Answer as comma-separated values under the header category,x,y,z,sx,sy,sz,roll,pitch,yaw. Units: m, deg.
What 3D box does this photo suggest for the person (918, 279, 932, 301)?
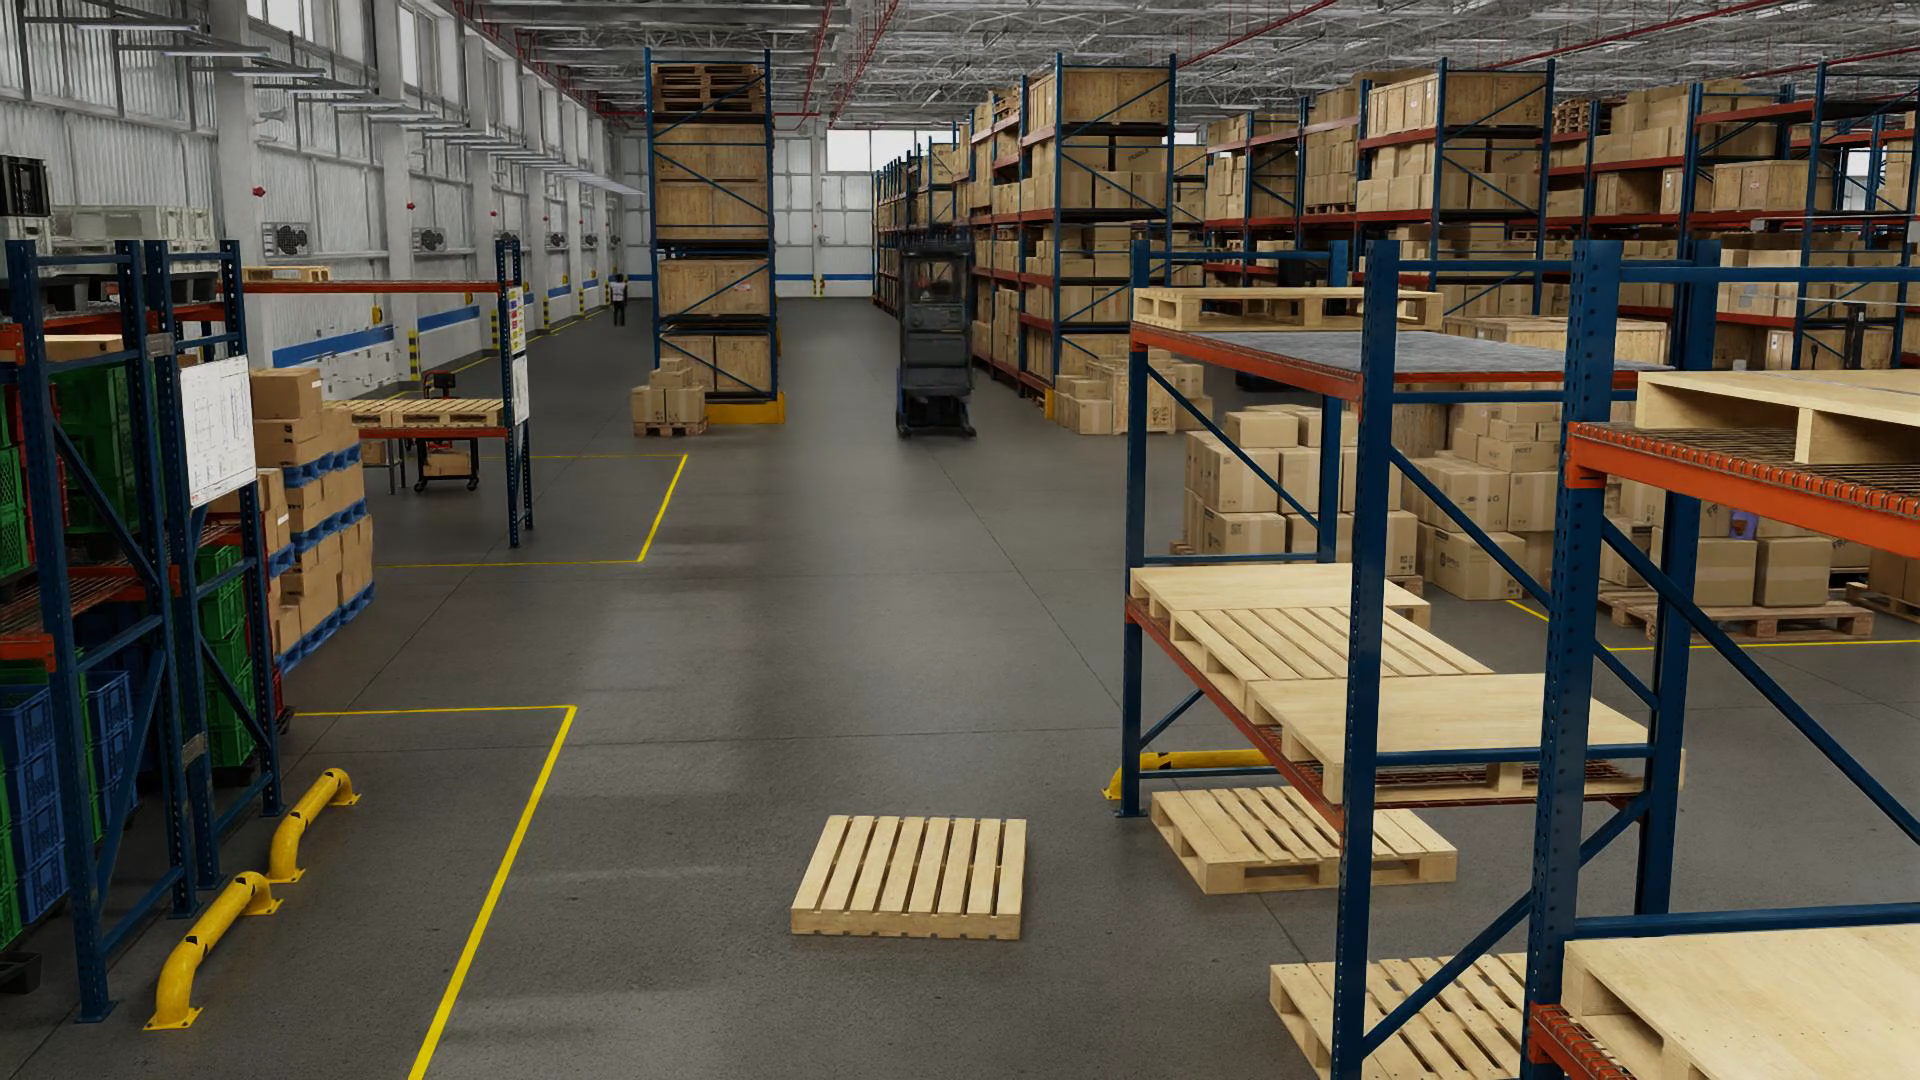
category,x,y,z,sx,sy,sz,roll,pitch,yaw
person,-1.065,-6.254,46.119,0.794,1.963,0.648,4,11,20

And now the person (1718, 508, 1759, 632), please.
category,x,y,z,sx,sy,sz,roll,pitch,yaw
person,6.141,-0.240,12.928,0.587,1.920,0.397,-9,14,-42

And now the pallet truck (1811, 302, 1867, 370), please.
category,x,y,z,sx,sy,sz,roll,pitch,yaw
pallet truck,15.846,-3.142,28.793,1.885,1.965,0.823,2,10,12

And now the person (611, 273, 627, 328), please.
category,x,y,z,sx,sy,sz,roll,pitch,yaw
person,-11.763,-8.243,57.391,0.623,1.915,0.531,2,10,9

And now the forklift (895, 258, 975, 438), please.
category,x,y,z,sx,sy,sz,roll,pitch,yaw
forklift,-0.423,-3.081,26.008,1.129,2.768,1.873,-1,10,-6

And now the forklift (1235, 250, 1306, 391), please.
category,x,y,z,sx,sy,sz,roll,pitch,yaw
forklift,6.638,-4.454,33.610,1.873,2.768,1.129,-1,10,-6
